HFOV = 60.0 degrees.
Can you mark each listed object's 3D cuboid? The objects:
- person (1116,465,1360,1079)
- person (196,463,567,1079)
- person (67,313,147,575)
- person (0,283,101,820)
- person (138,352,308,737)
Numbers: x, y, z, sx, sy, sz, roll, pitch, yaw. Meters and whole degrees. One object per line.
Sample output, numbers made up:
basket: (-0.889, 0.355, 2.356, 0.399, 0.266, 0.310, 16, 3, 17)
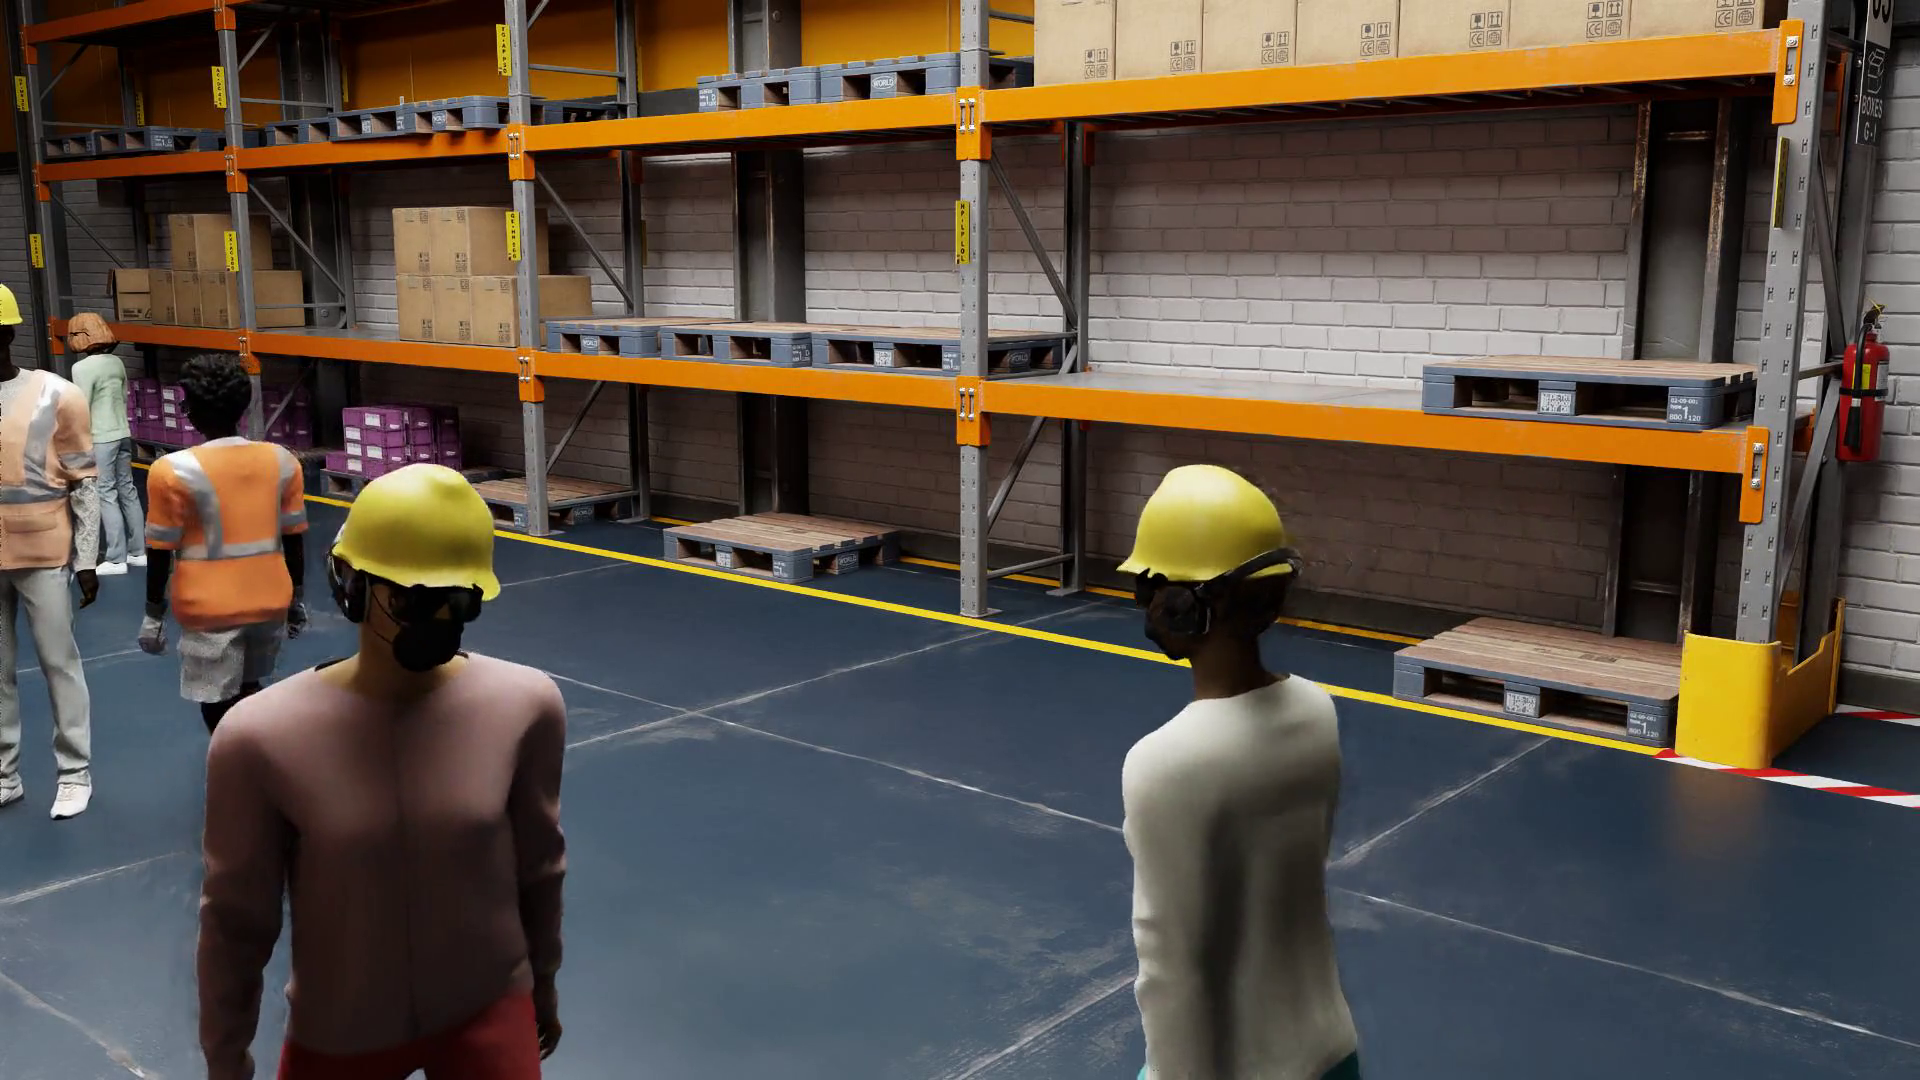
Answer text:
person: (0.400, 0.747, 2.459, 0.893, 1.707, 0.545, 9, 14, 42)
person: (-0.922, 0.713, 2.626, 0.584, 1.726, 0.688, -5, 11, -26)
person: (-5.345, -0.598, 10.380, 0.288, 1.626, 0.497, 0, 10, 2)
person: (-3.337, 0.045, 5.849, 0.591, 1.925, 0.387, -1, 10, -3)
person: (-2.425, 0.227, 5.506, 0.373, 1.685, 0.537, 5, 11, 27)
